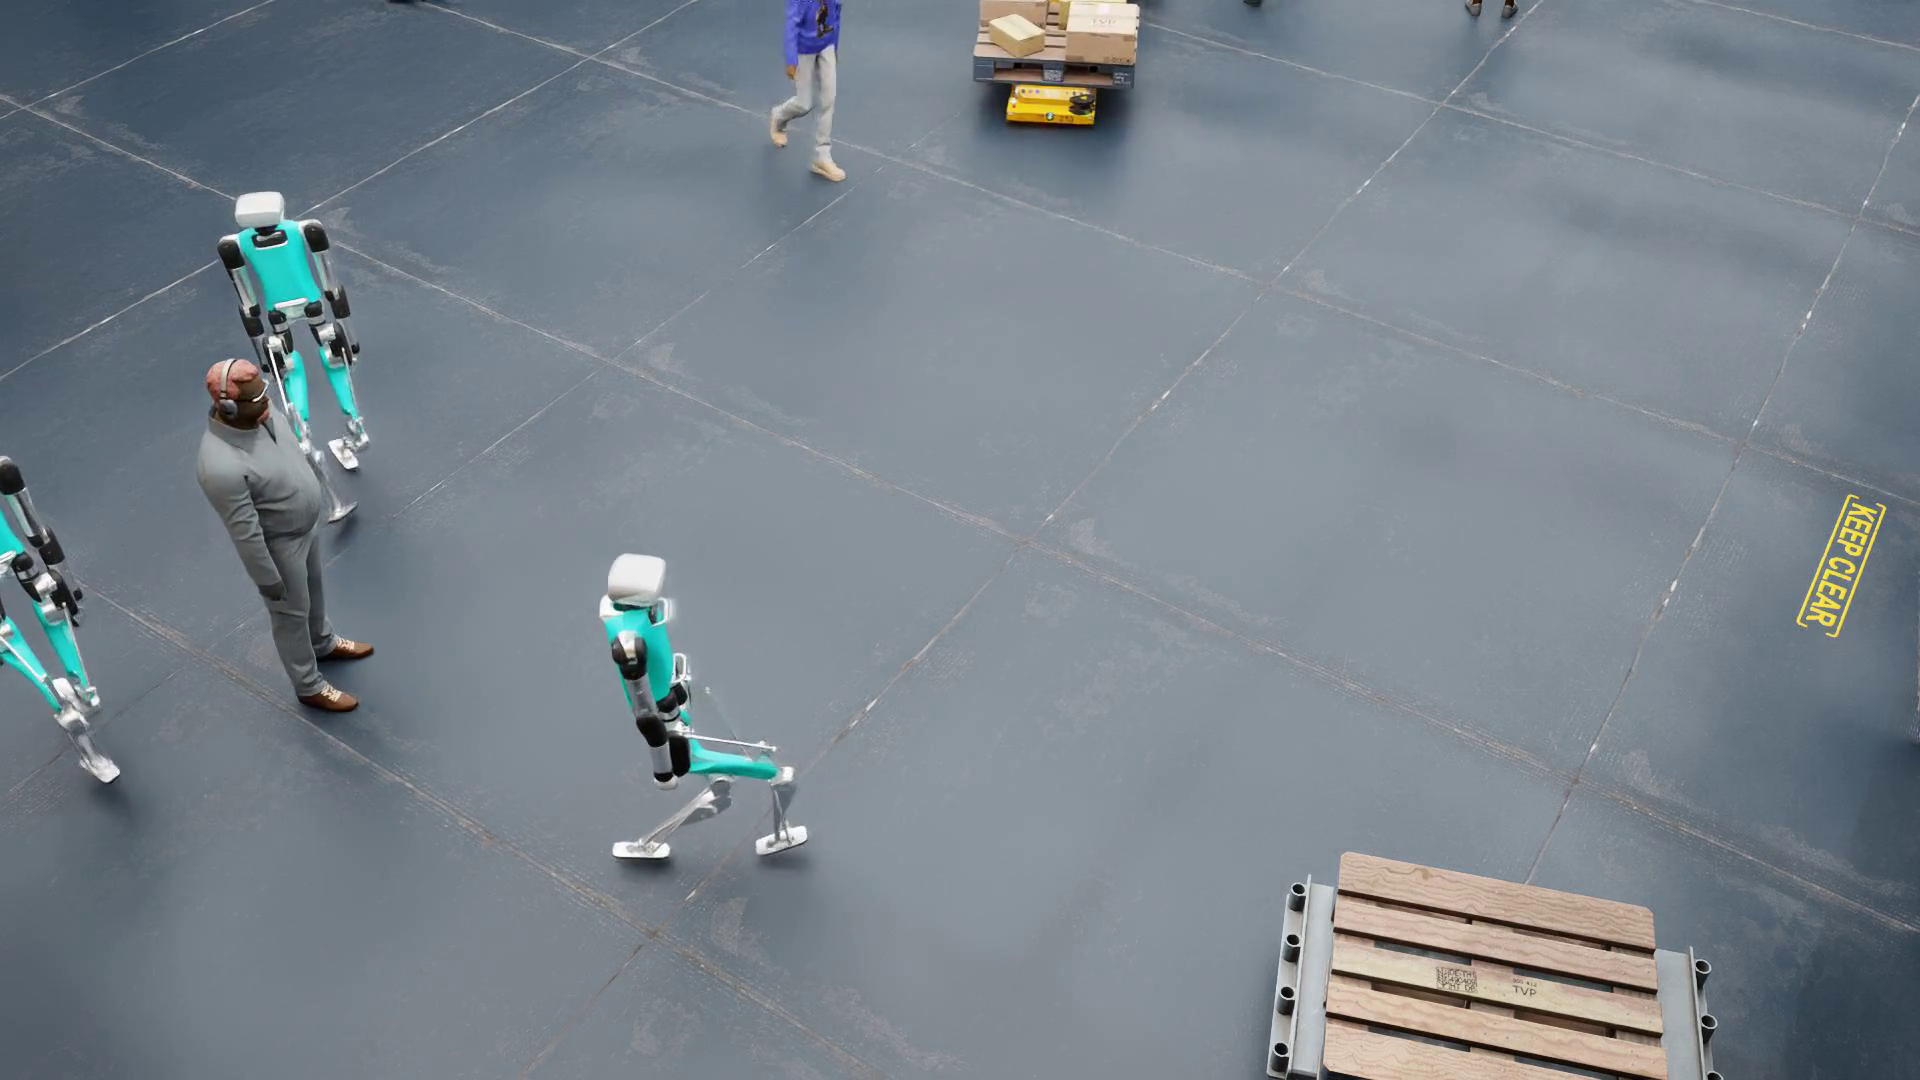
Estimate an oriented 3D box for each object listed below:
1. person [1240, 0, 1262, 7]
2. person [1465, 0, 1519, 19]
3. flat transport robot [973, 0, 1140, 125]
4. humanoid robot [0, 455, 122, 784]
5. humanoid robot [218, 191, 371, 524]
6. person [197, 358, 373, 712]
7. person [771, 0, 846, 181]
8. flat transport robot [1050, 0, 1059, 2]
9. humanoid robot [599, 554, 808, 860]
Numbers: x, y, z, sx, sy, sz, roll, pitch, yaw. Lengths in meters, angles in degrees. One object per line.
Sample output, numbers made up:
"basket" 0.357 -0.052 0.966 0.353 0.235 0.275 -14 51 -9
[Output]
"person" 2.673 -5.312 13.587 1.010 1.780 0.577 -24 47 -24
"person" 4.426 -5.114 13.249 0.564 1.939 0.410 9 42 9
"flat transport robot" 0.746 -3.632 12.843 0.659 0.231 1.431 4 42 5
"humanoid robot" -4.015 0.403 7.236 0.998 1.712 0.535 34 52 32
"humanoid robot" -3.378 -0.846 8.643 0.547 1.738 0.983 -13 43 -14
"person" -3.073 -0.029 7.586 0.406 1.904 0.651 -2 42 -2
"person" -1.050 -3.411 11.424 0.548 1.827 0.672 -32 51 -31
"flat transport robot" 1.116 -4.956 14.325 0.659 0.231 1.431 24 47 24
"humanoid robot" -0.998 0.755 6.871 1.042 1.770 0.544 -4 42 -5
